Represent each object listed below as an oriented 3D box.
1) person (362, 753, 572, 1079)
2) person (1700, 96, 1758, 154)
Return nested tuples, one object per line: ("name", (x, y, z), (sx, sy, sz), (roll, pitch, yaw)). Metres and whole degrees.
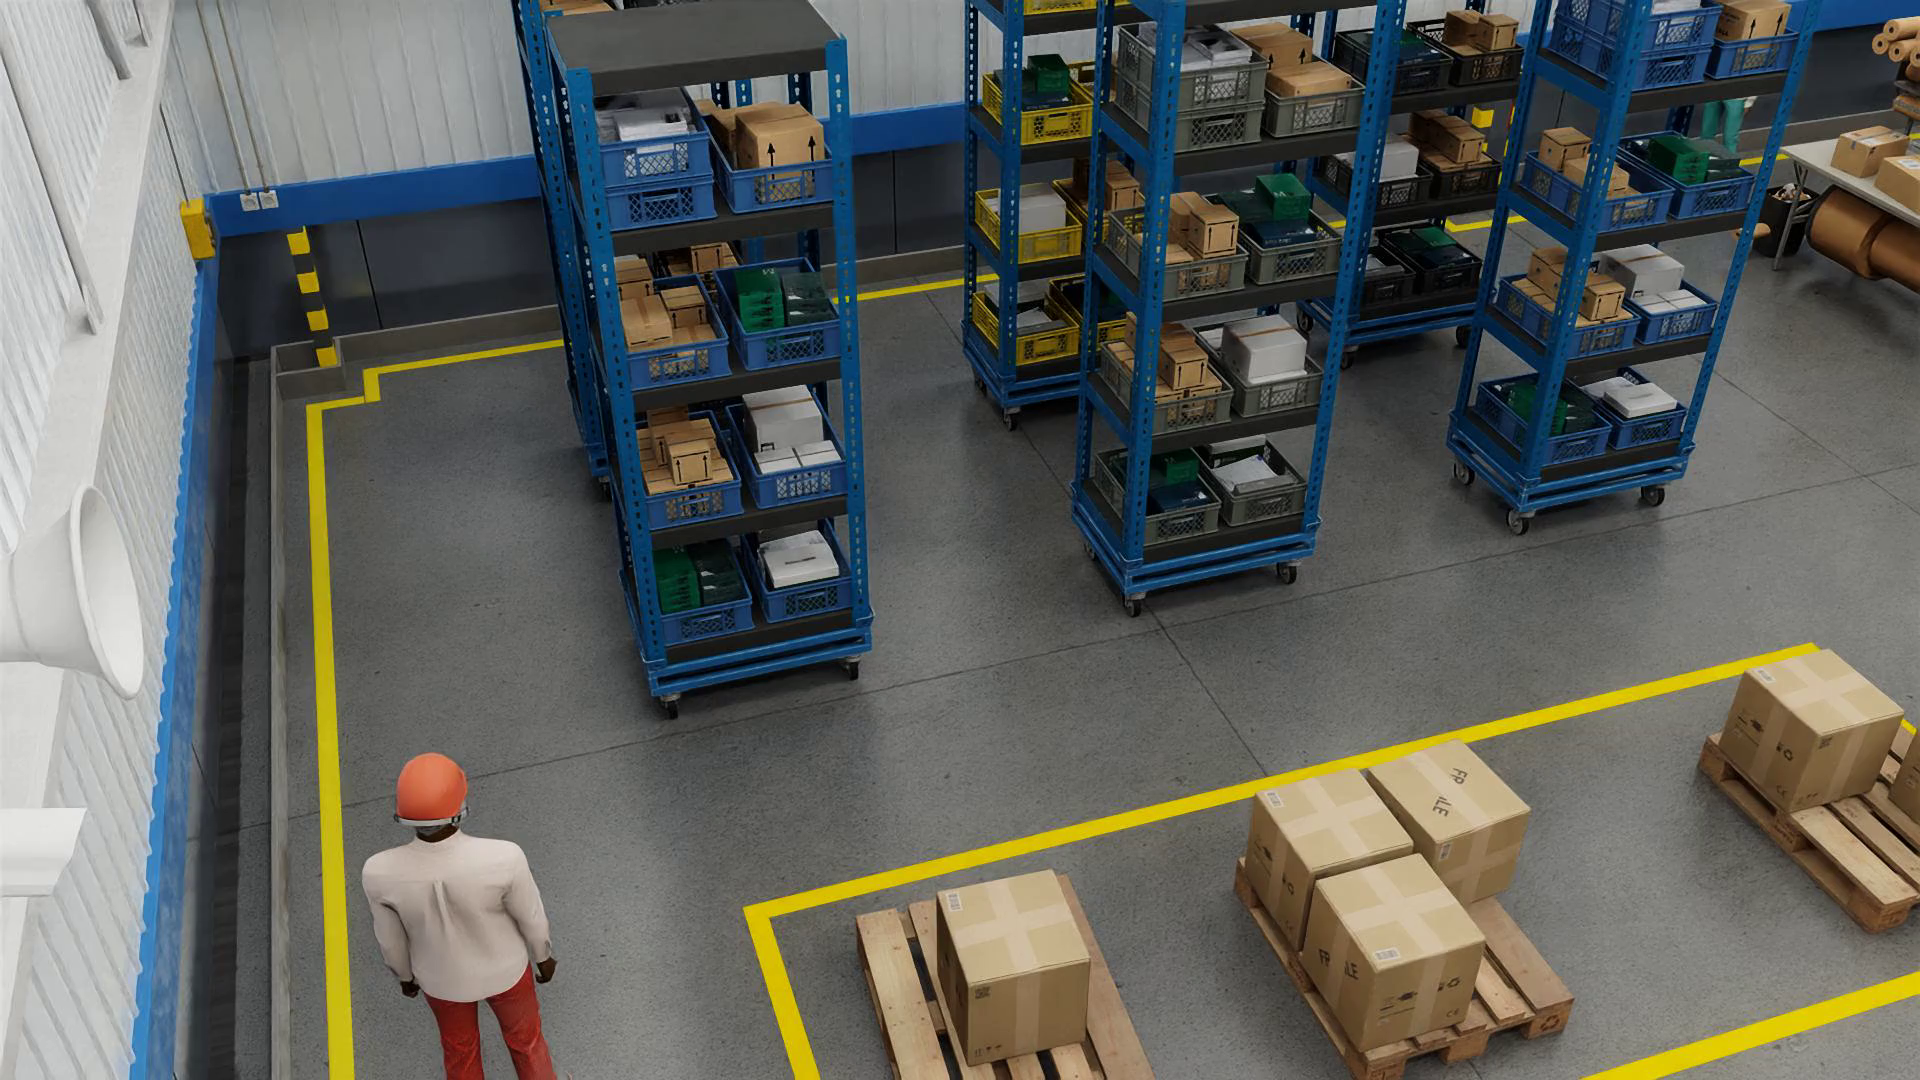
("person", (-1.845, 1.591, 6.302), (0.610, 1.995, 0.376), (-5, 35, -7))
("person", (6.514, -3.785, 14.122), (0.312, 1.767, 0.533), (-18, 39, -24))
